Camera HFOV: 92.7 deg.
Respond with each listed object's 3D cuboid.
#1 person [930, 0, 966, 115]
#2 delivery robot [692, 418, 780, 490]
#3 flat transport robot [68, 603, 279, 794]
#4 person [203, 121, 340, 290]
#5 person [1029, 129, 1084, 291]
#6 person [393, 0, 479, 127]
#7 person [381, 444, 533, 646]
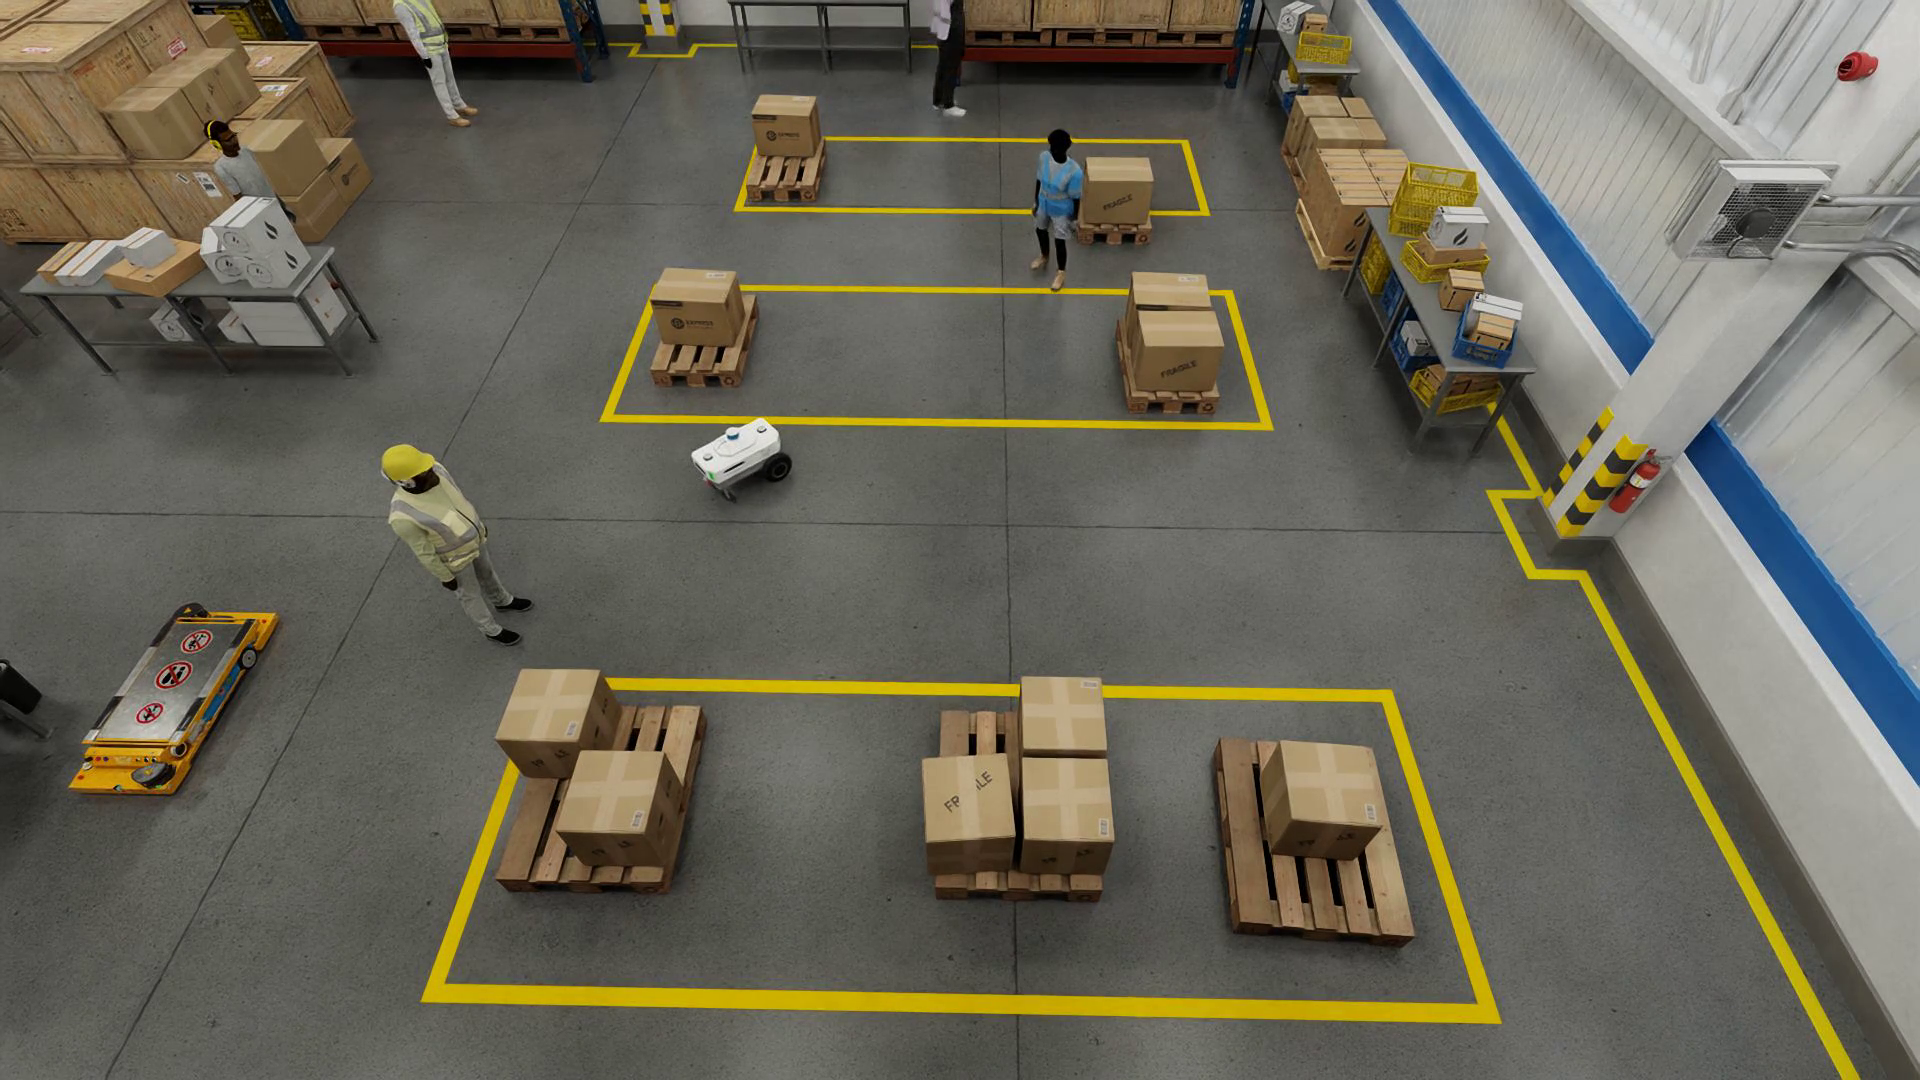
[{"bbox_3d":[-0.169,-6.445,11.753,0.373,1.893,0.640,-24,54,-19],"label":"person"},{"bbox_3d":[-1.880,-0.742,7.733,0.707,0.478,0.477,-32,57,-24],"label":"delivery robot"},{"bbox_3d":[-5.504,1.072,6.442,0.652,0.197,1.431,1,50,1],"label":"flat transport robot"},{"bbox_3d":[-6.773,-3.193,9.011,0.322,1.871,0.531,1,50,1],"label":"person"},{"bbox_3d":[0.977,-3.374,9.285,0.646,1.677,0.461,34,58,25],"label":"person"},{"bbox_3d":[-6.668,-6.237,11.605,0.429,1.843,0.632,1,50,1],"label":"person"},{"bbox_3d":[-3.446,0.038,6.298,0.404,1.836,0.599,1,50,1],"label":"person"}]
